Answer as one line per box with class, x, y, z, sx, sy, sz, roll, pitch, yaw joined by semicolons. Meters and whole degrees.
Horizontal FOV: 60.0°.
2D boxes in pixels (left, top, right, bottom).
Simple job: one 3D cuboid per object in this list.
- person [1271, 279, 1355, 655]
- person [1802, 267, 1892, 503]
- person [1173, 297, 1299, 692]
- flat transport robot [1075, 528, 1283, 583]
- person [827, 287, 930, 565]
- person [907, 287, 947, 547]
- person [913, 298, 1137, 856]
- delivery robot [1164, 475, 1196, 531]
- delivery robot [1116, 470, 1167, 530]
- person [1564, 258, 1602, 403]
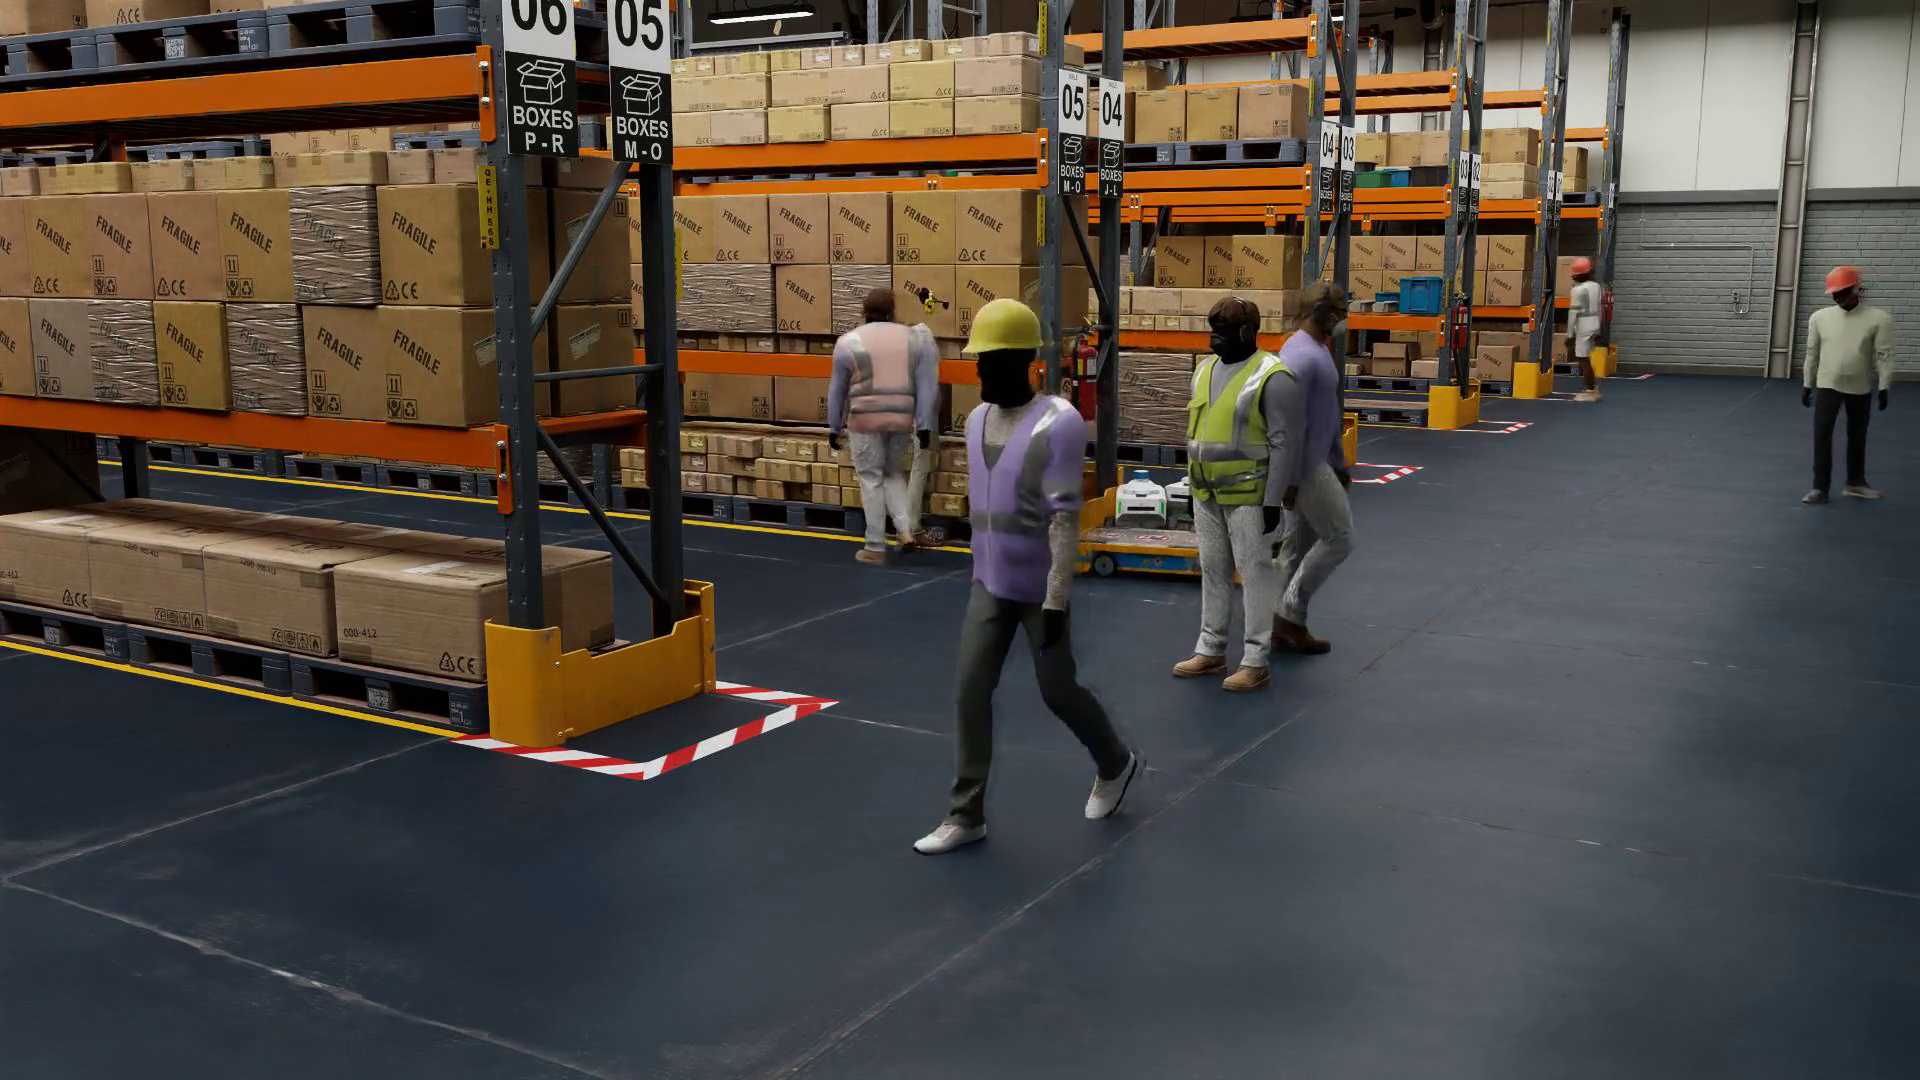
person;1.790;-0.352;8.394;0.458;1.914;0.620;2;10;13
person;7.350;-1.273;13.762;0.661;1.944;0.719;5;11;29
person;1.282;-0.216;7.831;0.430;1.843;0.625;-6;12;-33
flat transport robot;1.320;0.083;10.670;1.431;0.197;0.652;4;10;20
person;-0.542;-0.745;10.979;0.631;1.823;0.443;-5;11;-28
person;-0.212;-0.876;11.655;0.333;1.860;0.510;2;10;12
person;0.259;0.110;5.768;0.900;1.896;0.587;-9;13;-42
delivery robot;1.749;-0.322;11.938;0.477;0.478;0.707;6;11;32
delivery robot;1.244;-0.238;11.450;0.477;0.478;0.707;1;10;6
person;8.625;-2.886;22.996;0.659;2.002;0.494;-9;13;-43
